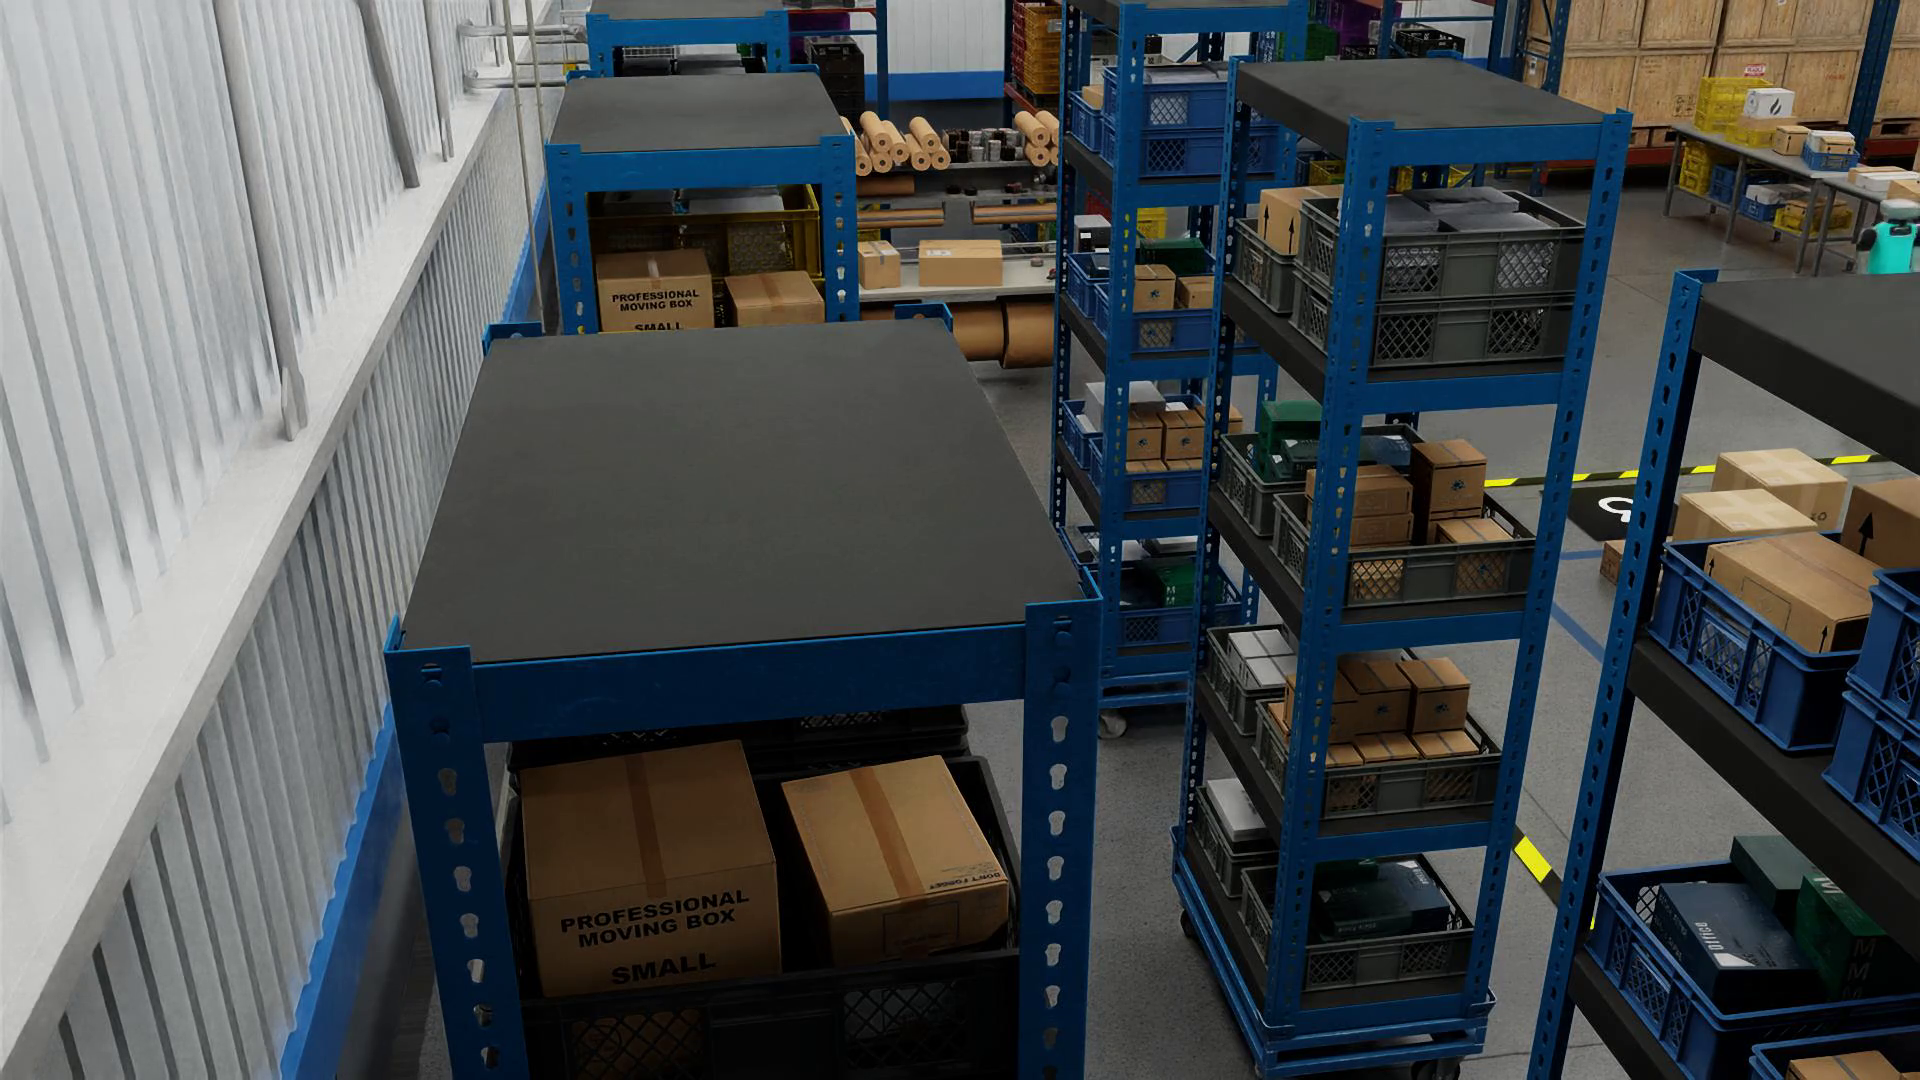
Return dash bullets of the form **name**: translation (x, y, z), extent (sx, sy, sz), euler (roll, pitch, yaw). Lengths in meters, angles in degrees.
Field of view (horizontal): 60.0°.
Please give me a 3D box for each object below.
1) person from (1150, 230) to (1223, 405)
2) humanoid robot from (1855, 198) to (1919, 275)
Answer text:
- **person**: translation (1.458, -1.095, 10.788), extent (0.588, 1.850, 0.396), euler (-3, 25, -7)
- **humanoid robot**: translation (6.650, -1.464, 11.764), extent (0.552, 1.775, 0.812), euler (-4, 25, -9)
